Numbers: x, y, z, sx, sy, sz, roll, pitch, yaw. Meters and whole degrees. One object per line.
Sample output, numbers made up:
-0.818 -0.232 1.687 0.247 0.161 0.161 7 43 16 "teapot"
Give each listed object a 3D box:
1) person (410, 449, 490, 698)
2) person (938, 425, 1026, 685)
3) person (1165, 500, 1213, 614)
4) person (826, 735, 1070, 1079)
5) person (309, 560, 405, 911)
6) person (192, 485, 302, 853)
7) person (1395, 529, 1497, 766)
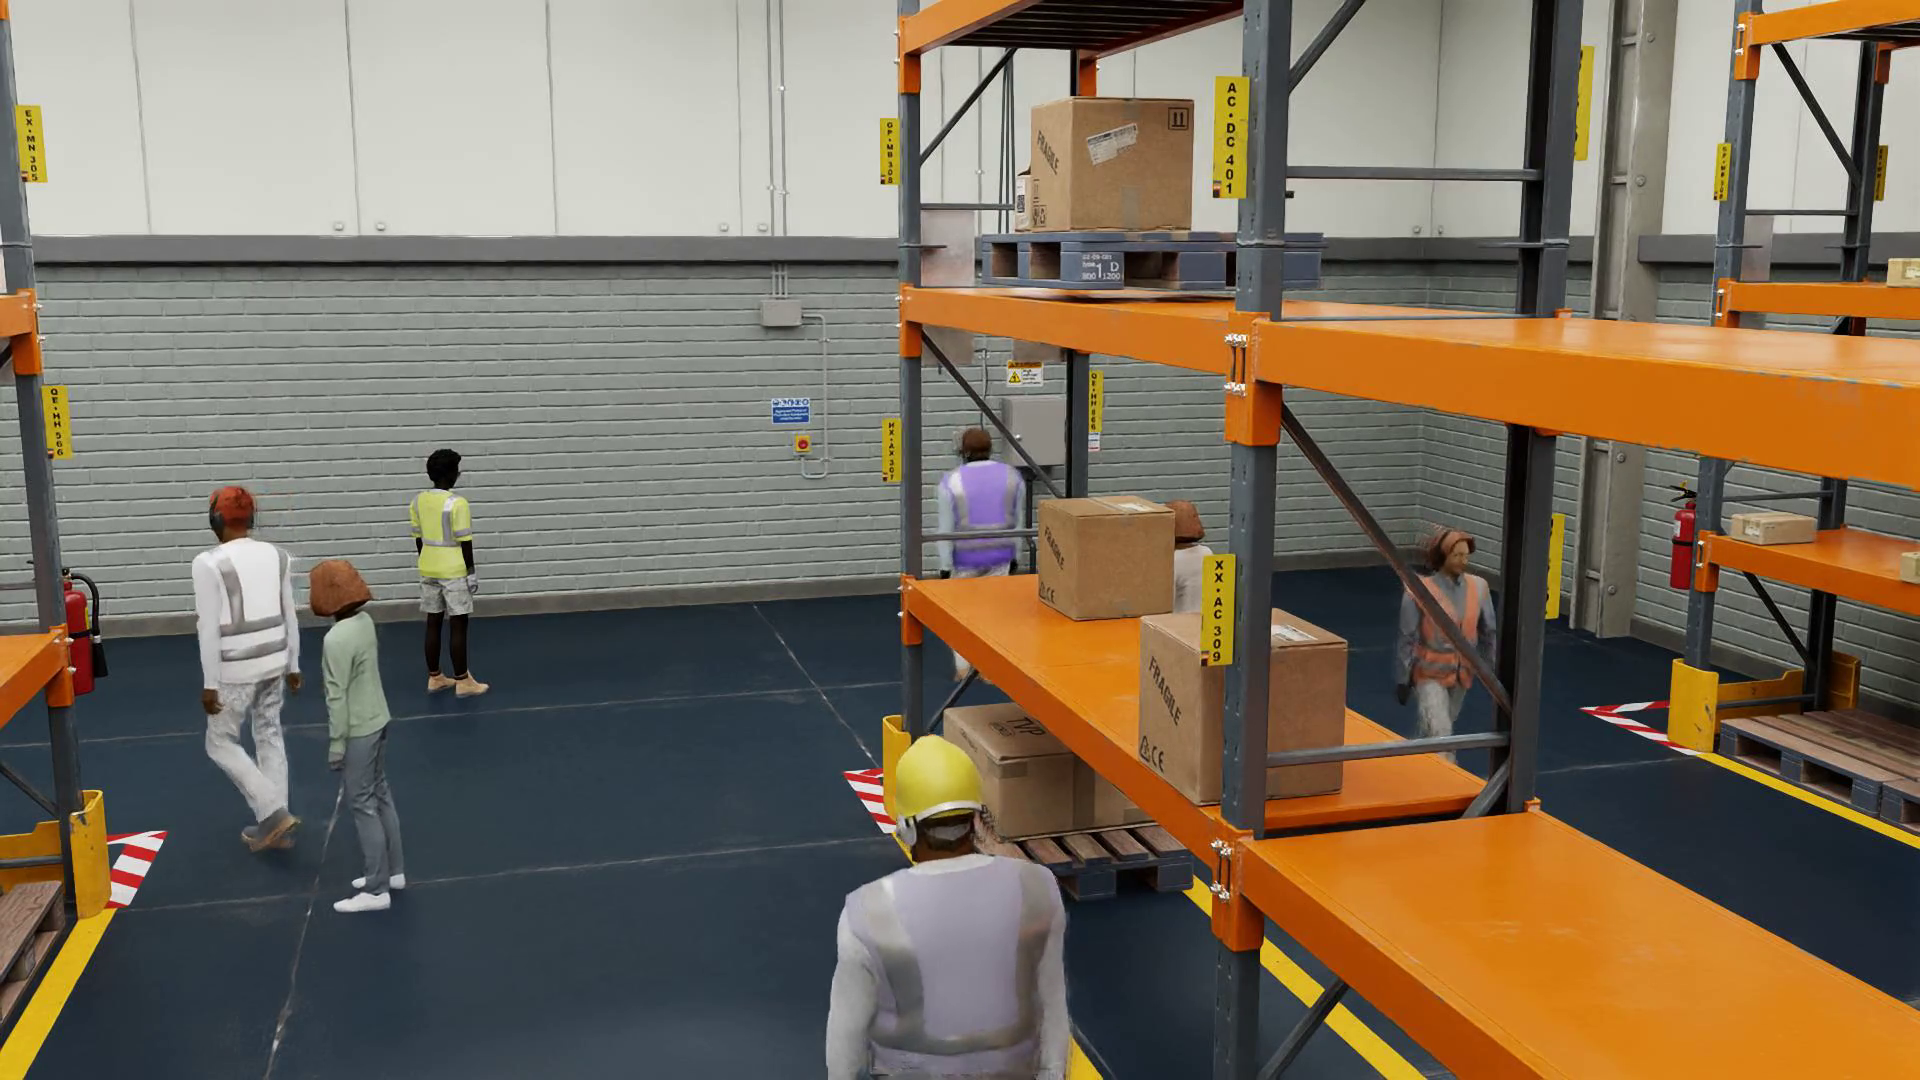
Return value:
-3.476 0.225 11.279 0.532 1.693 0.319 6 12 30 "person"
0.149 0.118 11.528 0.639 1.836 0.445 -2 10 -13 "person"
1.242 0.583 9.404 0.279 1.634 0.499 9 13 41 "person"
-0.054 1.382 4.325 0.614 1.813 0.555 -3 10 -16 "person"
-2.798 0.893 7.694 0.326 1.618 0.499 -1 10 -5 "person"
-3.545 0.659 8.346 0.504 1.857 0.606 5 11 25 "person"
2.543 0.738 8.644 0.529 1.593 0.881 -4 11 -22 "person"
